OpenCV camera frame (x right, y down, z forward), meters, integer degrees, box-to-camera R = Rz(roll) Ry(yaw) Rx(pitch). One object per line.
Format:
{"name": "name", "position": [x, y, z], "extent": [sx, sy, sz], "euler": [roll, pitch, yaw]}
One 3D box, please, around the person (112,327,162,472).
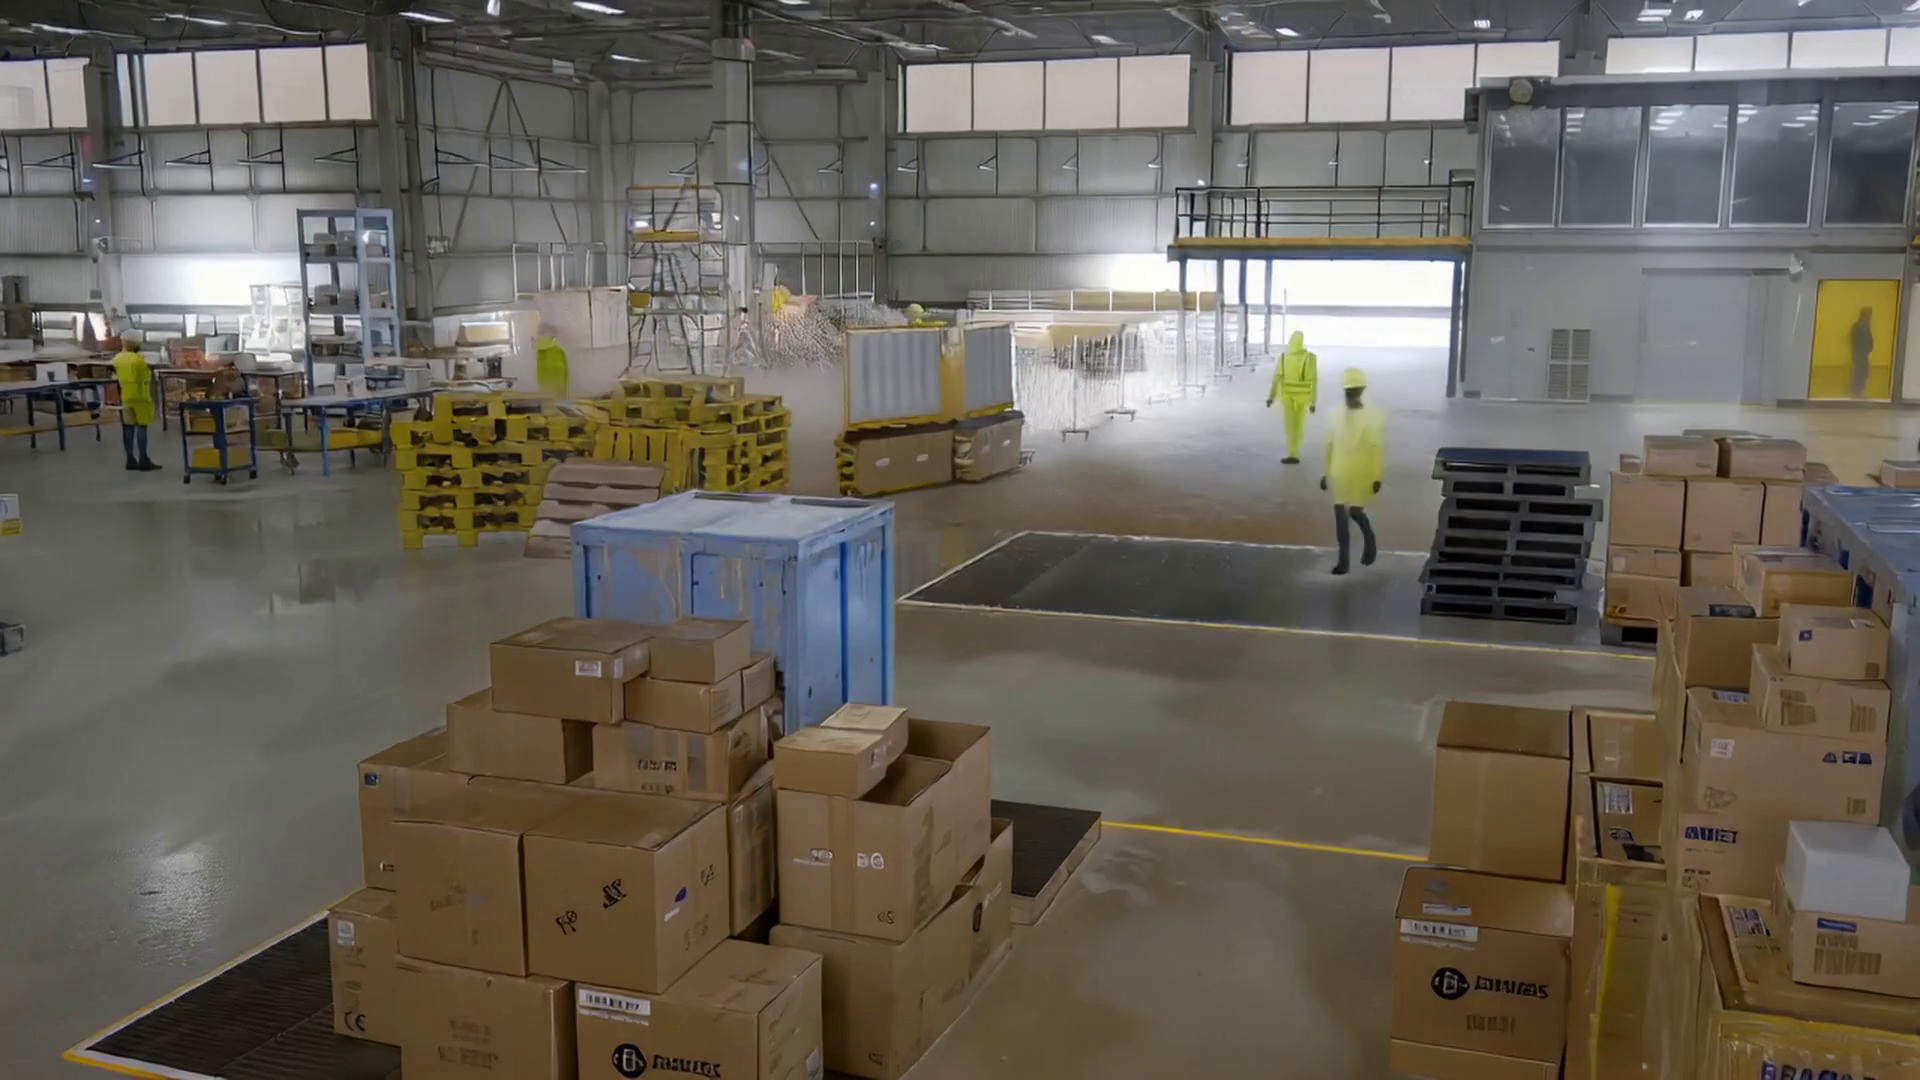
{"name": "person", "position": [-11.074, -1.886, 22.341], "extent": [0.545, 1.941, 0.350], "euler": [4, 11, 22]}

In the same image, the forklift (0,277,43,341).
{"name": "forklift", "position": [-27.151, -6.329, 46.328], "extent": [1.157, 1.987, 2.680], "euler": [3, 11, 17]}

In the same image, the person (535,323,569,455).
{"name": "person", "position": [-5.642, -2.051, 23.207], "extent": [0.622, 1.970, 0.859], "euler": [7, 12, 36]}

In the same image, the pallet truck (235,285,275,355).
{"name": "pallet truck", "position": [-18.327, -5.835, 44.421], "extent": [0.823, 1.965, 1.885], "euler": [4, 11, 23]}

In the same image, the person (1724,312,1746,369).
{"name": "person", "position": [18.312, -4.741, 39.284], "extent": [0.543, 1.619, 0.380], "euler": [7, 12, 34]}

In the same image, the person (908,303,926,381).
{"name": "person", "position": [-0.974, -4.426, 37.199], "extent": [0.483, 1.745, 0.306], "euler": [-9, 13, -40]}

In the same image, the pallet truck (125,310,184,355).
{"name": "pallet truck", "position": [-22.038, -5.665, 45.457], "extent": [0.704, 1.261, 1.522], "euler": [3, 11, 17]}

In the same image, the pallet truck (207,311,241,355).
{"name": "pallet truck", "position": [-19.537, -5.575, 44.913], "extent": [0.653, 1.274, 1.630], "euler": [3, 11, 19]}

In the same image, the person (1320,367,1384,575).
{"name": "person", "position": [3.646, -0.645, 15.408], "extent": [0.551, 1.922, 0.515], "euler": [8, 13, 39]}

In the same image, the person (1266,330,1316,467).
{"name": "person", "position": [4.522, -1.932, 22.800], "extent": [0.504, 1.869, 0.650], "euler": [-8, 13, -39]}

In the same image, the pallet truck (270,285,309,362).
{"name": "pallet truck", "position": [-17.147, -5.700, 43.663], "extent": [0.823, 1.965, 1.885], "euler": [3, 11, 17]}

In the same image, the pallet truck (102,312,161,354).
{"name": "pallet truck", "position": [-23.057, -5.777, 46.261], "extent": [0.680, 1.201, 1.601], "euler": [3, 11, 19]}
